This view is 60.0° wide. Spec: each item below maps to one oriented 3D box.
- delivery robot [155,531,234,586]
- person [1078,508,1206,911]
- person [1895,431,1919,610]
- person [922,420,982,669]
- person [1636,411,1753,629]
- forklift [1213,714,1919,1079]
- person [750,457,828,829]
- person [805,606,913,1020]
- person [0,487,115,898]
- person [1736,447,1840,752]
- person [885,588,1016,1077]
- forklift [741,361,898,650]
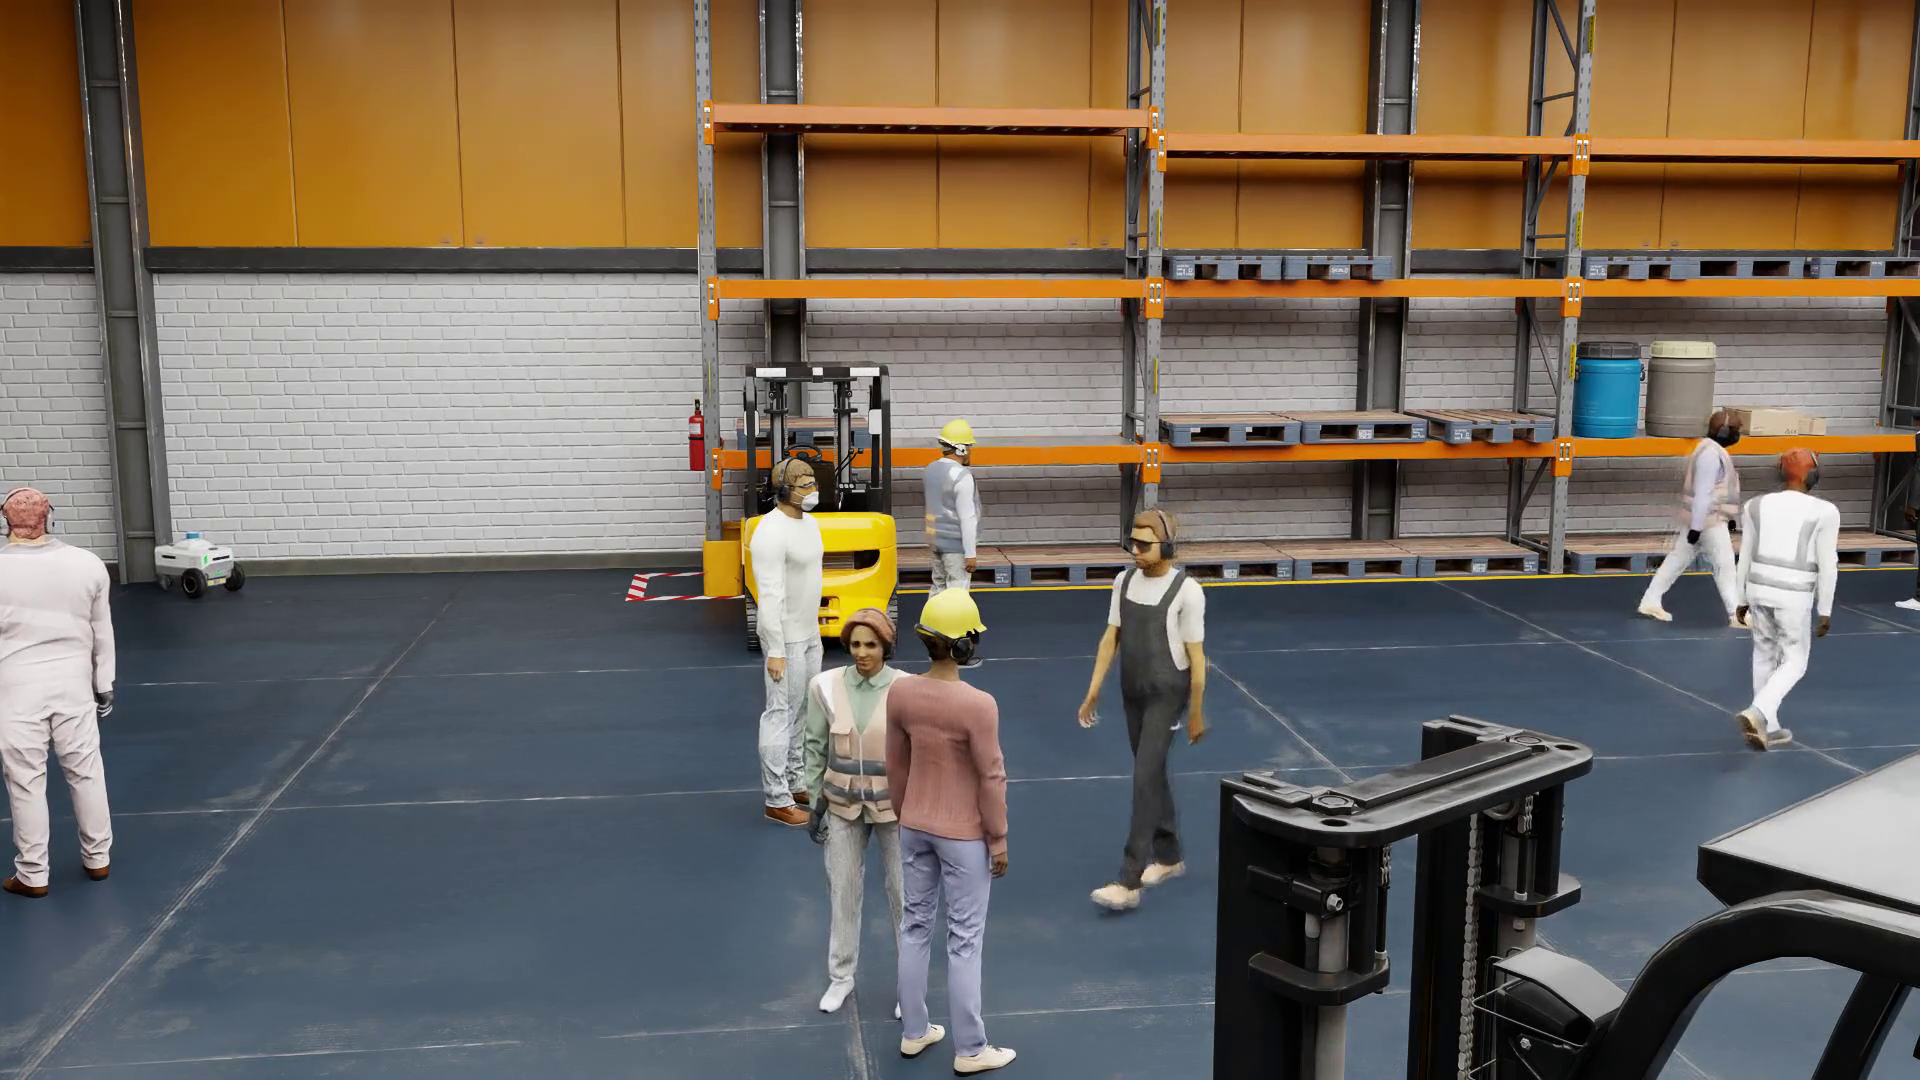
[{"bbox_3d":[-6.916,0.167,15.011,0.707,0.478,0.477,5,10,26],"label":"delivery robot"},{"bbox_3d":[0.783,0.768,7.631,0.792,1.819,0.522,-7,12,-38],"label":"person"},{"bbox_3d":[8.365,-0.343,14.237,0.593,1.922,0.391,-4,10,-22],"label":"person"},{"bbox_3d":[-0.037,0.030,12.209,0.403,1.823,0.592,-5,11,-30],"label":"person"},{"bbox_3d":[6.088,-0.170,13.607,0.993,1.798,0.629,3,10,18],"label":"person"},{"bbox_3d":[1.441,1.425,2.350,1.214,2.155,2.313,-7,12,-39],"label":"forklift"},{"bbox_3d":[-0.877,0.527,8.751,0.365,1.939,0.636,2,9,15],"label":"person"},{"bbox_3d":[-0.340,1.054,6.441,0.515,1.630,0.322,2,9,14],"label":"person"},{"bbox_3d":[-4.292,0.701,7.762,0.405,1.906,0.653,8,12,40],"label":"person"},{"bbox_3d":[4.879,0.374,9.952,0.706,1.861,0.595,-7,11,-37],"label":"person"},{"bbox_3d":[-0.038,1.048,6.031,0.524,1.770,0.315,7,12,39],"label":"person"},{"bbox_3d":[-1.154,-0.340,13.365,1.214,2.155,2.313,-1,9,-7],"label":"forklift"}]
